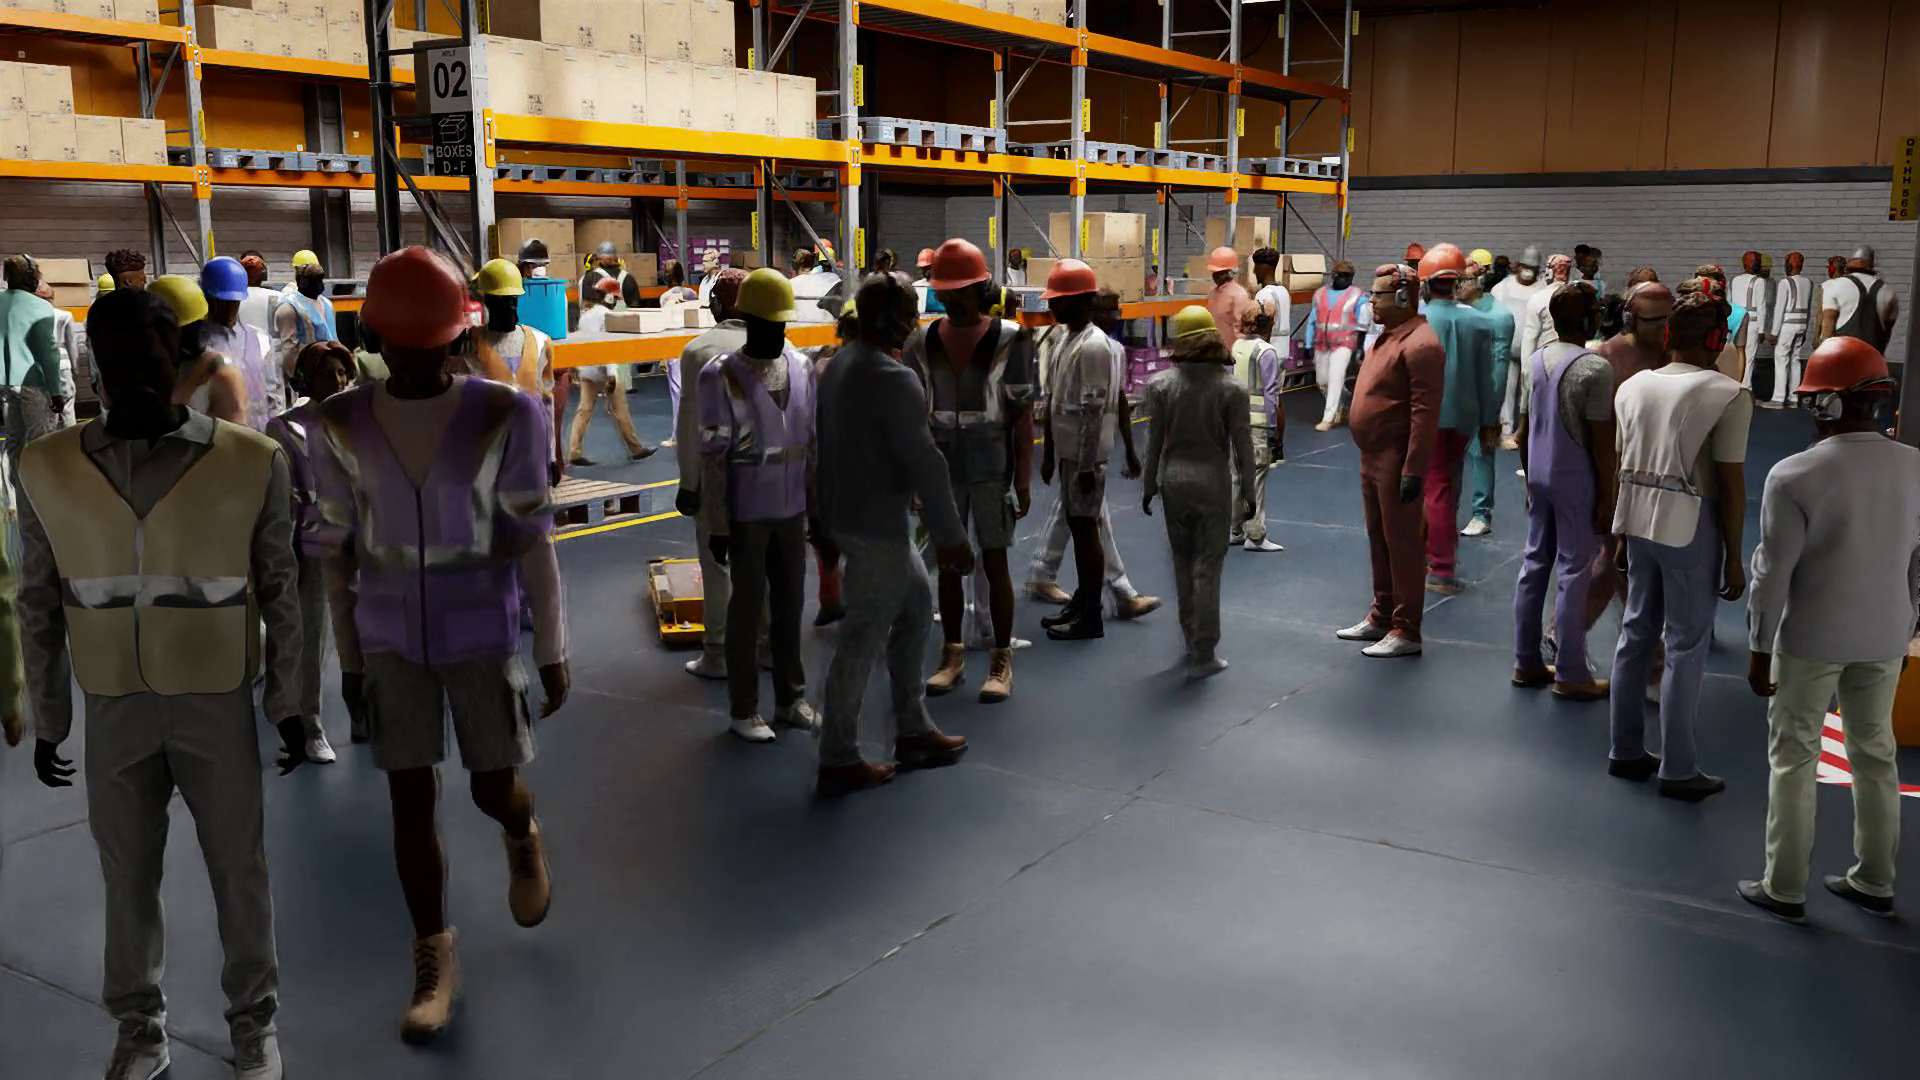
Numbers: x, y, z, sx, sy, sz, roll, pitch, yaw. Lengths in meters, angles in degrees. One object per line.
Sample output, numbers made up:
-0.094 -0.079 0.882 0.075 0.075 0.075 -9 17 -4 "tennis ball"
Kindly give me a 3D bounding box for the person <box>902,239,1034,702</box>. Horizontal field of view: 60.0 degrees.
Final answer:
0.020 -0.298 7.332 0.617 2.028 0.410 3 11 18 "person"

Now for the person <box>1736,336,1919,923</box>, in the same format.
2.593 0.270 4.964 0.572 1.743 0.349 -1 10 -8 "person"

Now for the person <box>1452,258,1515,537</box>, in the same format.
3.476 -0.982 11.467 0.399 1.901 0.643 -7 12 -33 "person"

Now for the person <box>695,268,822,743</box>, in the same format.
-0.783 -0.133 6.732 0.399 1.911 0.596 9 14 42 "person"

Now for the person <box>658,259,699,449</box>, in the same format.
-2.736 -1.805 16.196 0.346 1.839 0.506 6 12 30 "person"

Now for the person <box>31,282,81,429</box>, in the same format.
-8.523 -1.586 15.563 0.522 1.634 0.313 -4 11 -20 "person"

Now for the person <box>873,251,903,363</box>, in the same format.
-0.791 -2.099 17.637 0.597 1.909 0.405 -9 13 -40 "person"

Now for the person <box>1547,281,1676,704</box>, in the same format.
3.012 -0.229 7.472 0.659 1.852 0.996 -4 11 -19 "person"

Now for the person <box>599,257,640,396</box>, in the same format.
-4.469 -2.753 21.533 0.609 1.808 0.586 6 12 32 "person"

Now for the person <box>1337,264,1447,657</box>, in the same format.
2.100 -0.386 8.140 0.407 1.906 0.654 -1 10 -5 "person"

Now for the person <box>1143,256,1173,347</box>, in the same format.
3.224 -3.760 27.225 0.523 1.769 0.309 6 12 29 "person"

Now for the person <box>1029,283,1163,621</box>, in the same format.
0.719 -0.482 8.999 0.967 1.797 0.509 9 14 41 "person"

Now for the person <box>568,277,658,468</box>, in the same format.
-3.185 -1.505 14.934 0.577 1.690 0.878 9 14 42 "person"

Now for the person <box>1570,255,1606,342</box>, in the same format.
7.869 -2.669 20.981 0.508 1.837 0.330 0 10 2 "person"

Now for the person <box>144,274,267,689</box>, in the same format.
-3.149 -0.169 6.991 0.665 1.883 0.568 9 14 41 "person"

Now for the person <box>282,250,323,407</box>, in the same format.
-6.682 -2.001 17.059 0.397 1.920 0.586 2 10 11 "person"

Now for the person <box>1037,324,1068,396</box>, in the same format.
1.241 -2.710 21.861 0.513 1.592 0.820 4 11 23 "person"

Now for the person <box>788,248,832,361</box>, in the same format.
-1.563 -1.954 16.739 0.631 1.940 0.372 -8 13 -39 "person"

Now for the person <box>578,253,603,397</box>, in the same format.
-4.748 -2.779 21.559 0.349 1.856 0.526 2 10 8 "person"

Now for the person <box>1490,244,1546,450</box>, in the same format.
5.495 -1.925 16.295 0.686 2.000 0.923 3 11 15 "person"

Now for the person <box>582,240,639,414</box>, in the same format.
-4.032 -2.433 19.114 0.695 2.000 0.602 -8 13 -37 "person"

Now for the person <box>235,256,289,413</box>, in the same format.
-6.229 -1.577 14.807 0.574 1.882 0.356 -2 11 -13 "person"

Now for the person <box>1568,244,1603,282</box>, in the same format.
9.134 -3.379 24.560 0.606 1.966 0.367 7 12 32 "person"

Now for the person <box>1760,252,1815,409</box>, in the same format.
9.984 -2.507 20.017 0.584 1.869 0.369 -5 12 -28 "person"

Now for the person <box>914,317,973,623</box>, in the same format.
-0.066 -0.375 8.869 0.287 1.625 0.497 8 13 38 "person"

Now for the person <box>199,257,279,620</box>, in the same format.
-3.634 -0.427 8.280 0.401 1.938 0.602 7 12 34 "person"

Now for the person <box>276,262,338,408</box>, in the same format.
-5.532 -1.447 14.235 0.430 1.836 0.630 3 11 17 "person"

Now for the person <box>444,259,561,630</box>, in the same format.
-2.301 -0.451 8.443 0.587 1.928 0.363 -9 14 -41 "person"

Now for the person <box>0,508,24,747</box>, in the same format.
-2.696 0.379 4.329 0.532 1.746 0.545 -1 10 -7 "person"

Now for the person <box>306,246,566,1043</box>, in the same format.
-1.339 0.240 4.396 0.639 2.013 0.718 -1 10 -4 "person"

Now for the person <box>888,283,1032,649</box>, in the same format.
-0.024 -0.358 8.245 0.762 1.824 0.639 5 11 25 "person"

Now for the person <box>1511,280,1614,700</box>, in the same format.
2.691 -0.217 7.377 0.345 1.847 0.508 -5 11 -26 "person"

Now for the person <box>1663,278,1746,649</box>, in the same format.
3.692 -0.372 8.265 0.383 1.838 0.562 5 11 26 "person"

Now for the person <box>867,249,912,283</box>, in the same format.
-0.964 -2.775 21.393 0.643 1.899 0.877 3 11 16 "person"

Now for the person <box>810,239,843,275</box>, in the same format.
-1.733 -2.841 21.396 0.606 2.036 0.406 -6 12 -28 "person"

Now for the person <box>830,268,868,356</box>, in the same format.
-1.145 -2.179 18.091 0.598 1.907 0.409 -4 11 -22 "person"

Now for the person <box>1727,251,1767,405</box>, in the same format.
9.670 -2.596 20.454 0.356 1.882 0.574 -4 11 -20 "person"

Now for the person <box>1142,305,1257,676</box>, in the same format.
1.153 -0.243 7.878 0.535 1.710 0.643 5 11 25 "person"

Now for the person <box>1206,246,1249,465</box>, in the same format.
2.344 -1.646 14.980 0.427 1.964 0.691 -3 11 -17 "person"

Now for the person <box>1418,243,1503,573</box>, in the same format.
2.864 -0.748 9.961 0.798 2.018 0.620 -8 13 -38 "person"

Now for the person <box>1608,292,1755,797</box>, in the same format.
2.608 0.020 6.096 0.393 1.836 0.560 -5 11 -24 "person"

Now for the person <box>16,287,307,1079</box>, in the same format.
-1.845 0.377 3.886 0.600 1.916 0.377 -2 11 -13 "person"

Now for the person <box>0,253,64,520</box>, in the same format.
-6.715 -1.089 11.984 0.629 1.931 0.376 4 11 21 "person"

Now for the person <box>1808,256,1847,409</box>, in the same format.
10.376 -2.436 19.716 0.566 1.836 0.396 -4 11 -21 "person"

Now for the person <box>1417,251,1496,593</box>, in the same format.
2.771 -0.705 9.786 0.624 1.948 0.878 -3 11 -16 "person"

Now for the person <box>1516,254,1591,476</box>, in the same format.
5.051 -1.469 14.167 0.644 1.901 0.399 -3 11 -15 "person"

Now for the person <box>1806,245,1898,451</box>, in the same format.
8.308 -1.777 15.474 0.715 2.000 0.763 0 10 2 "person"

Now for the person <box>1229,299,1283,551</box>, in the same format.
1.922 -0.746 10.874 0.306 1.639 0.523 -4 11 -19 "person"

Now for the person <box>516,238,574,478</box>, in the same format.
-3.415 -1.428 13.545 0.538 2.000 0.689 9 14 40 "person"

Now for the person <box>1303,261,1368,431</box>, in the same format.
4.032 -2.085 17.862 0.643 1.799 0.809 9 13 40 "person"

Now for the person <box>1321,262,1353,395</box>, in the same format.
4.939 -2.752 21.702 0.568 1.744 0.353 -5 11 -24 "person"

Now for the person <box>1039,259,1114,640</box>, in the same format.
0.582 -0.453 8.462 0.387 1.929 0.544 -1 10 -7 "person"

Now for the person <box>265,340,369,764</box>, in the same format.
-2.456 0.038 6.532 0.306 1.639 0.523 7 12 34 "person"

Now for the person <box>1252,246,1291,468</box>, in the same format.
2.750 -1.630 14.871 0.364 1.962 0.612 5 12 28 "person"

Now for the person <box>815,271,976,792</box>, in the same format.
-0.204 -0.023 6.127 0.789 1.903 0.630 -4 11 -20 "person"

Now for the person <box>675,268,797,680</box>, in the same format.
-1.038 -0.304 7.730 0.652 1.896 0.402 -9 14 -41 "person"
